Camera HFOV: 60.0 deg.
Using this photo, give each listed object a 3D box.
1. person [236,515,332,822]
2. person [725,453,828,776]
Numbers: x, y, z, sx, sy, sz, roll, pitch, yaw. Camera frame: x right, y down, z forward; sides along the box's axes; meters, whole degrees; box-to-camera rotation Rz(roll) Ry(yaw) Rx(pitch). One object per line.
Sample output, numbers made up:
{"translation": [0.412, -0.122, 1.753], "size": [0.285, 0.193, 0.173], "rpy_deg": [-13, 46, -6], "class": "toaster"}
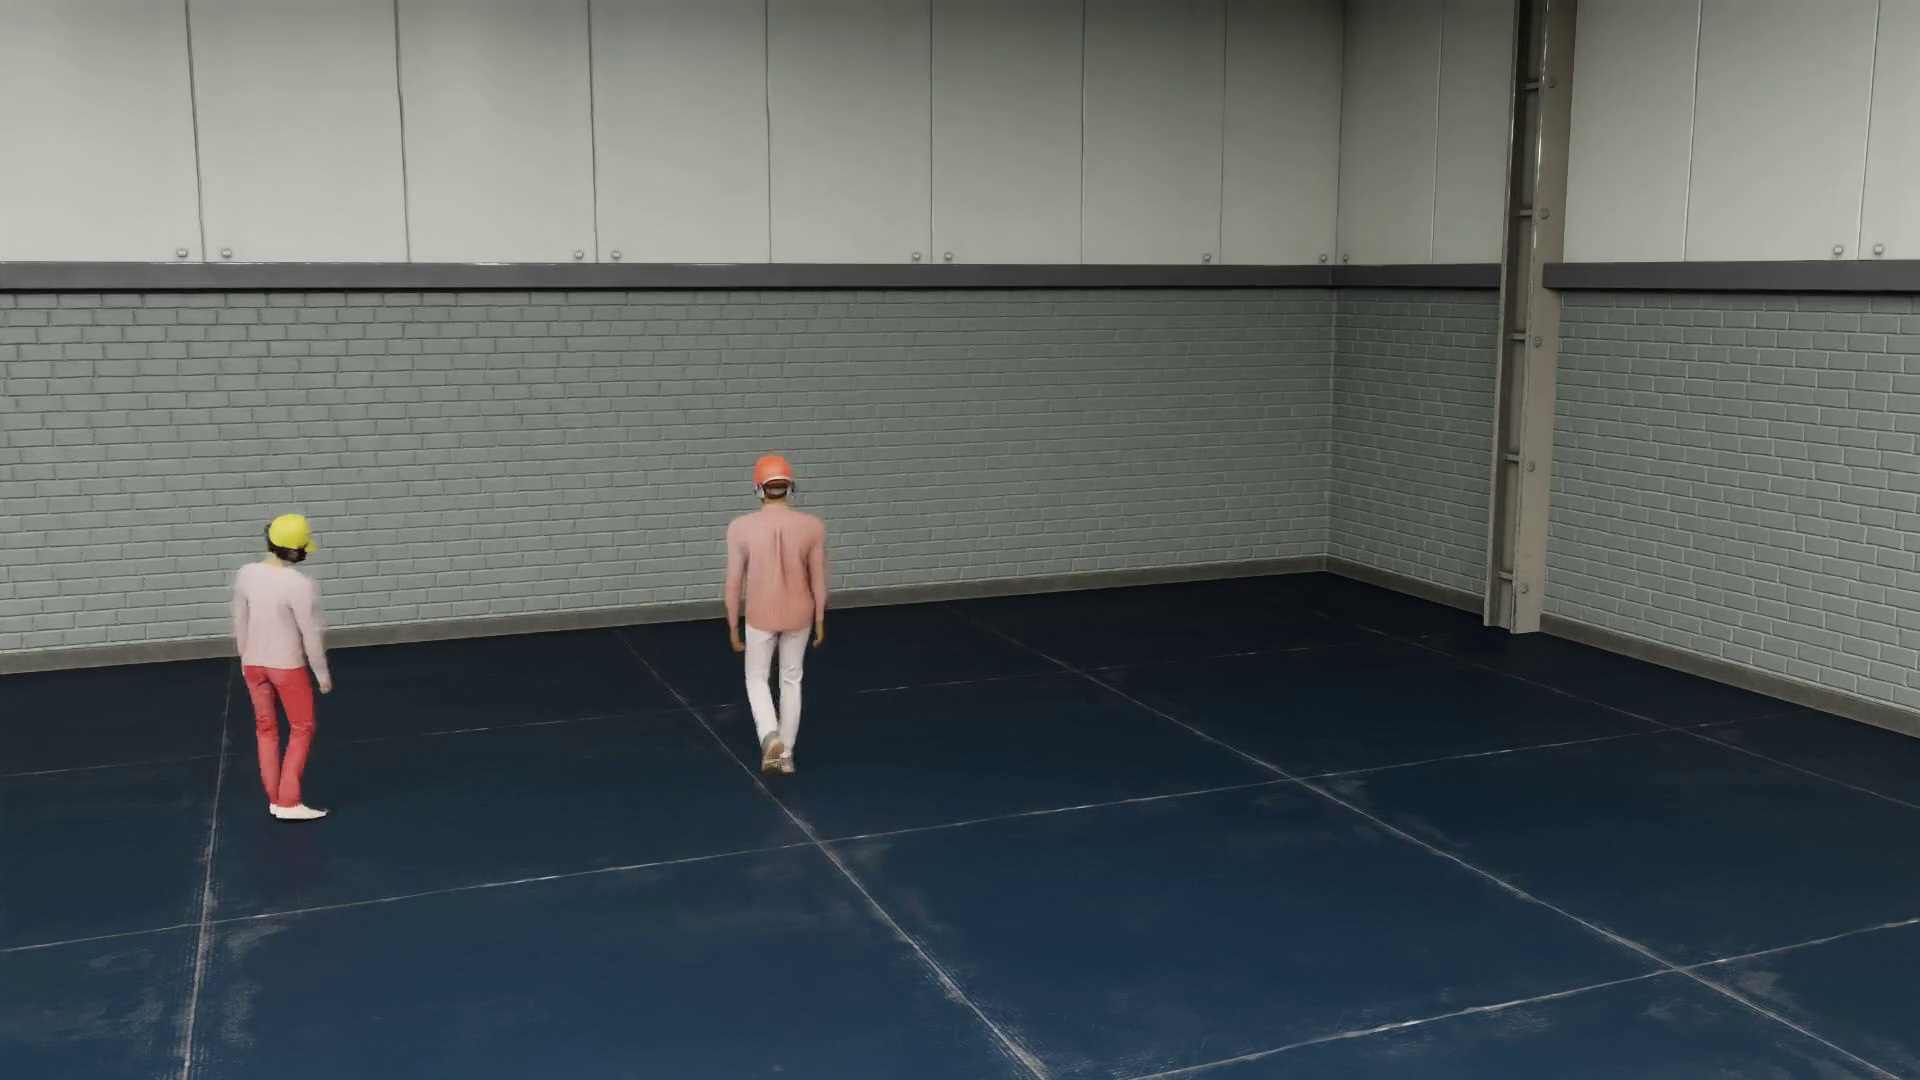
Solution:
{"translation": [-3.777, 0.718, 9.208], "size": [0.568, 1.726, 0.375], "rpy_deg": [3, 10, 20], "class": "person"}
{"translation": [-1.089, 0.470, 9.984], "size": [0.617, 1.977, 0.647], "rpy_deg": [-2, 9, -13], "class": "person"}
